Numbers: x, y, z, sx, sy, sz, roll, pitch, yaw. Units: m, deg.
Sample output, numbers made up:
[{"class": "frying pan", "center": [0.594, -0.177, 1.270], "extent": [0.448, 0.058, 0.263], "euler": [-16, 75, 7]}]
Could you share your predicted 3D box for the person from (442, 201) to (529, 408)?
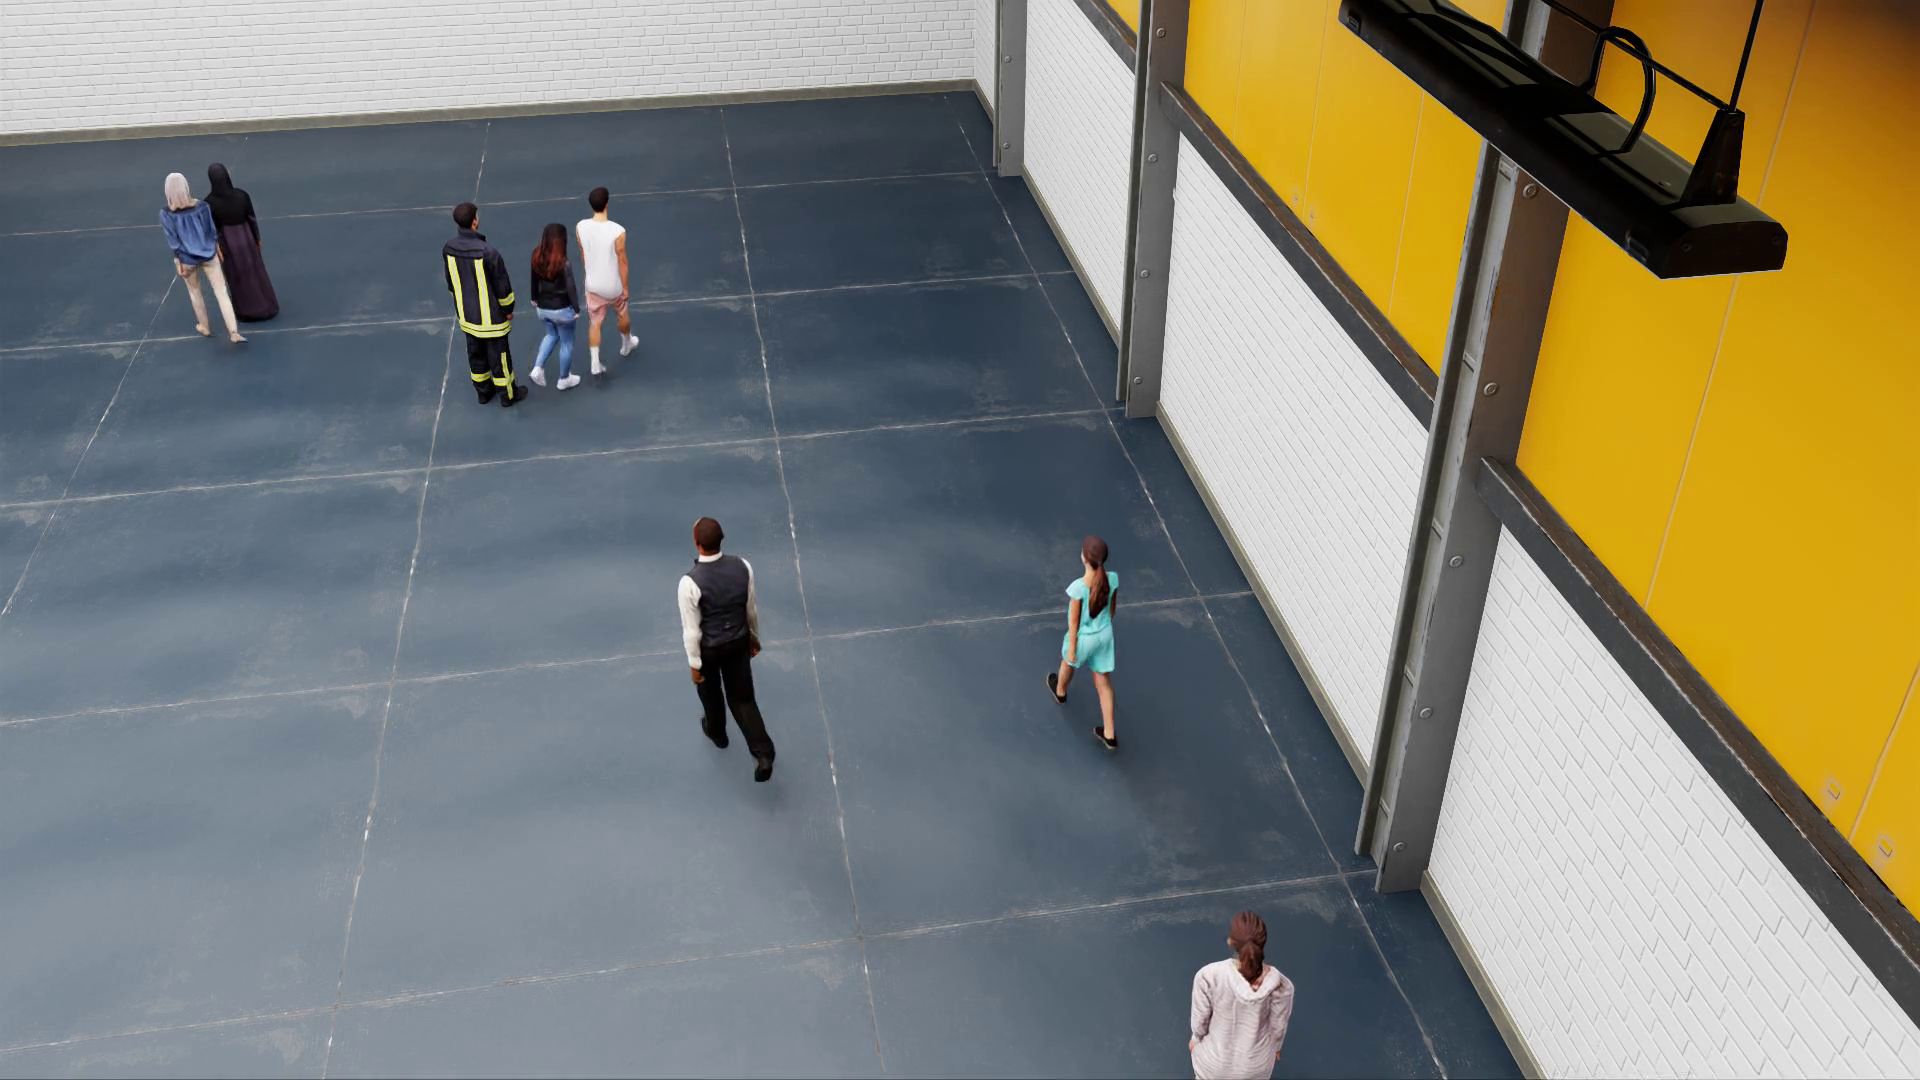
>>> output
[{"class": "person", "center": [-4.271, -2.098, 14.847], "extent": [0.886, 1.926, 0.871], "euler": [11, 35, 16]}]

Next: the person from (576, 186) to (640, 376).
[{"class": "person", "center": [-3.328, -2.348, 15.380], "extent": [0.896, 1.752, 1.207], "euler": [5, 34, 7]}]

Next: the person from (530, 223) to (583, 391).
[{"class": "person", "center": [-3.704, -2.063, 15.067], "extent": [0.872, 1.625, 0.932], "euler": [15, 36, 21]}]

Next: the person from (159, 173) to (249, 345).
[{"class": "person", "center": [-7.246, -2.650, 15.912], "extent": [0.901, 1.666, 1.116], "euler": [-19, 38, -26]}]

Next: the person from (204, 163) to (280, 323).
[{"class": "person", "center": [-7.133, -2.939, 16.393], "extent": [0.686, 1.615, 0.697], "euler": [-18, 38, -25]}]

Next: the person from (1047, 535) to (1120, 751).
[{"class": "person", "center": [0.906, 0.698, 11.010], "extent": [0.715, 1.516, 1.111], "euler": [-13, 36, -19]}]

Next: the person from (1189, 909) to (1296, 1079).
[{"class": "person", "center": [1.353, 2.488, 8.158], "extent": [0.701, 1.692, 0.670], "euler": [4, 34, 6]}]

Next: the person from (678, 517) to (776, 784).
[{"class": "person", "center": [-1.485, 0.738, 10.616], "extent": [0.995, 1.887, 1.296], "euler": [-19, 38, -26]}]
